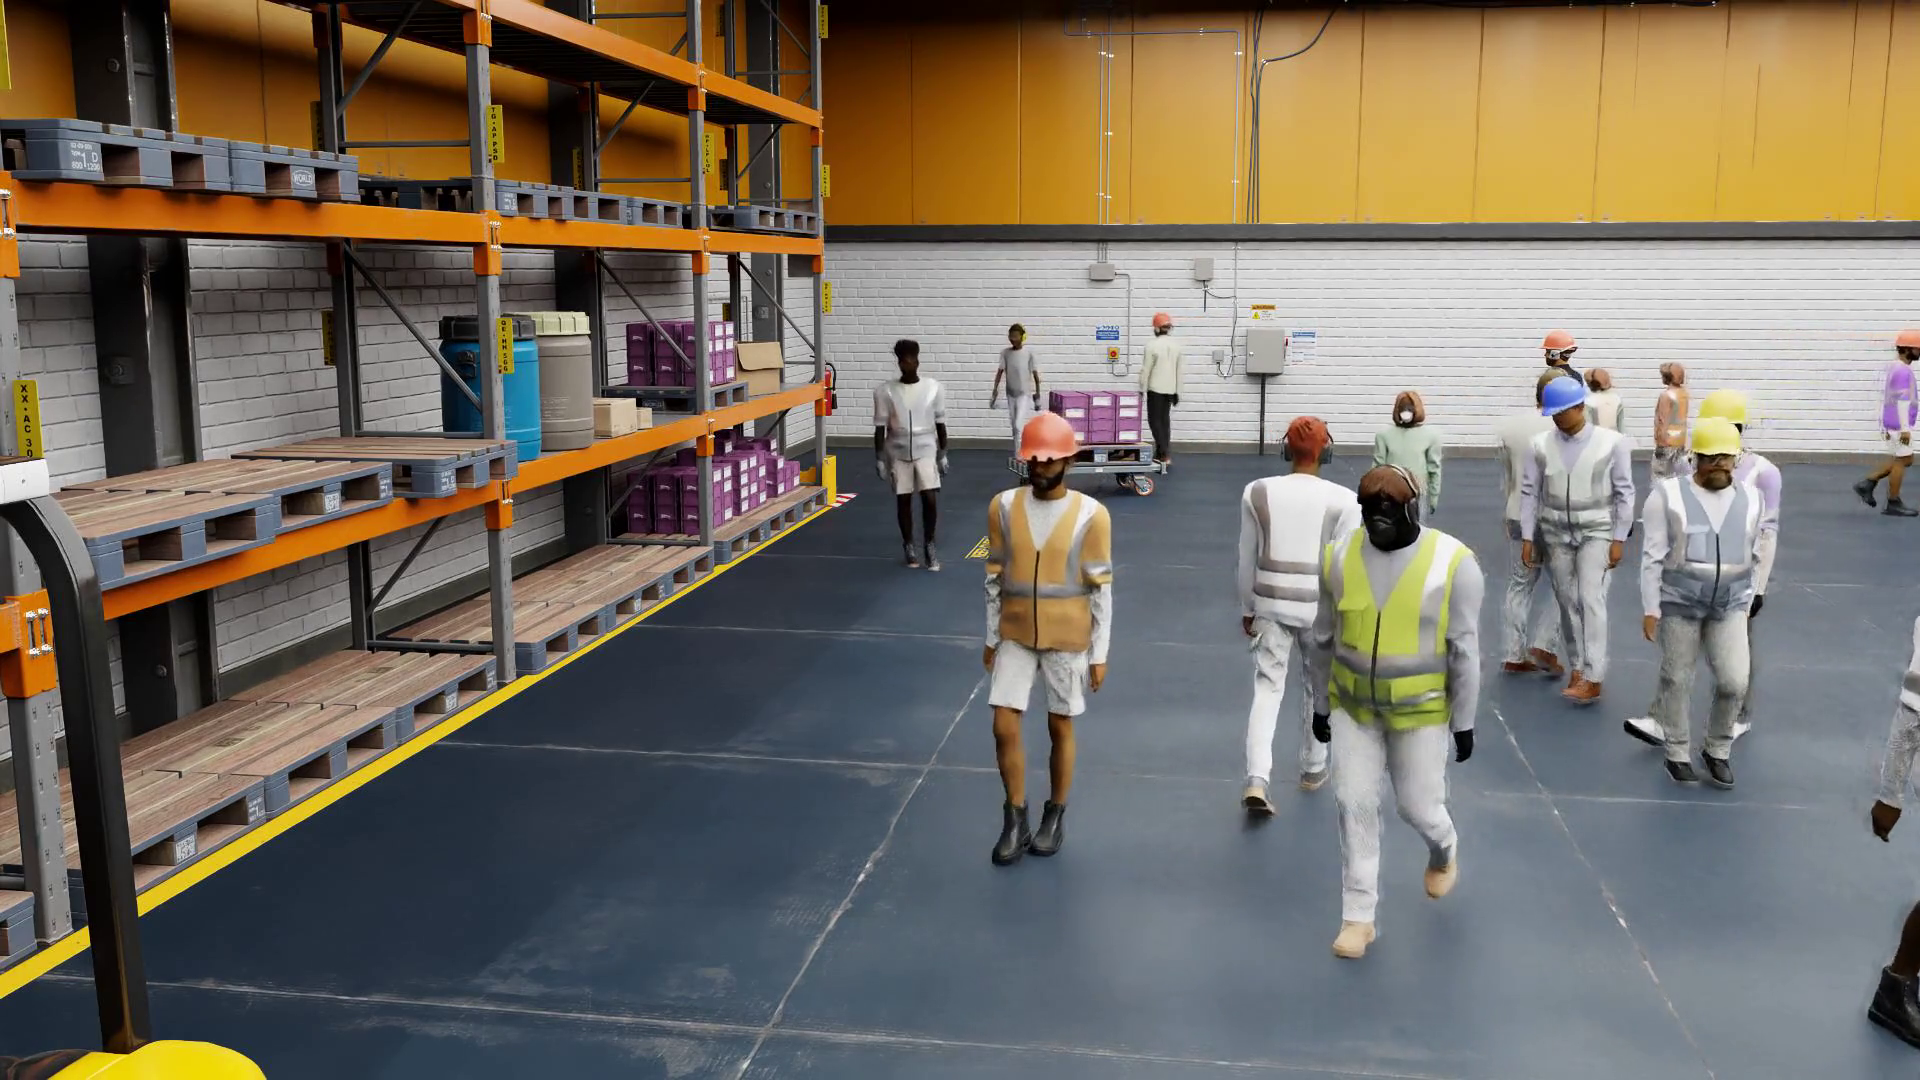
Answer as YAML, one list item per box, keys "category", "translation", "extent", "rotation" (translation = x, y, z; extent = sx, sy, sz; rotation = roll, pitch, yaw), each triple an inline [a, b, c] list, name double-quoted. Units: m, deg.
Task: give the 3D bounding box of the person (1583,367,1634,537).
- category: "person"
  translation: [6.131, -0.839, 15.791]
  extent: [0.515, 1.600, 0.818]
  rotation: [-2, 10, -15]

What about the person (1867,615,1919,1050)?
- category: "person"
  translation: [3.173, 0.766, 5.024]
  extent: [0.563, 1.874, 0.992]
  rotation: [-3, 10, -16]

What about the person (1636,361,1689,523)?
- category: "person"
  translation: [7.023, -0.938, 16.332]
  extent: [0.520, 1.624, 0.561]
  rotation: [-9, 13, -44]

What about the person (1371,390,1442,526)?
- category: "person"
  translation: [3.347, -0.324, 12.535]
  extent: [0.507, 1.619, 0.383]
  rotation: [4, 10, 25]

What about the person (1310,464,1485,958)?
- category: "person"
  translation: [1.628, 0.604, 6.204]
  extent: [0.648, 1.820, 0.679]
  rotation: [6, 11, 33]

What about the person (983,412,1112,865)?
- category: "person"
  translation: [0.336, 0.427, 6.979]
  extent: [0.586, 1.918, 0.623]
  rotation: [3, 10, 18]

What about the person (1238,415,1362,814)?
- category: "person"
  translation: [1.558, 0.342, 7.754]
  extent: [0.570, 1.851, 0.931]
  rotation: [3, 10, 20]

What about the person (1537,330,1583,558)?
- category: "person"
  translation: [5.199, -0.834, 14.535]
  extent: [0.377, 1.995, 0.612]
  rotation: [8, 12, 41]

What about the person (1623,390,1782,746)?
- category: "person"
  translation: [3.898, 0.170, 8.666]
  extent: [0.943, 1.880, 0.613]
  rotation: [-7, 11, -36]

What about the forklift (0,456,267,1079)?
- category: "forklift"
  translation: [-2.328, 0.975, 2.765]
  extent: [2.313, 2.155, 1.214]
  rotation: [1, 9, 9]

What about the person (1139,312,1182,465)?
- category: "person"
  translation: [2.571, -1.932, 21.379]
  extent: [0.625, 2.003, 0.520]
  rotation: [-7, 11, -36]

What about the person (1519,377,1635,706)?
- category: "person"
  translation: [3.572, 0.002, 9.710]
  extent: [0.633, 1.892, 0.797]
  rotation: [8, 12, 42]

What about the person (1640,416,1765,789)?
- category: "person"
  translation: [3.567, 0.316, 7.998]
  extent: [0.597, 1.815, 0.478]
  rotation: [1, 9, 7]

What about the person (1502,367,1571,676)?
- category: "person"
  translation: [3.581, -0.094, 10.214]
  extent: [0.464, 1.923, 0.639]
  rotation: [-6, 11, -34]

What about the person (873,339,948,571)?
- category: "person"
  translation: [-0.412, -0.701, 13.860]
  extent: [0.621, 1.941, 0.670]
  rotation: [0, 9, -1]

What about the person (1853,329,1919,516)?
- category: "person"
  translation: [9.557, -1.198, 17.003]
  extent: [0.515, 1.922, 0.551]
  rotation: [5, 11, 29]

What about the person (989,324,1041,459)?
- category: "person"
  translation: [0.672, -1.789, 20.925]
  extent: [0.541, 1.836, 0.821]
  rotation: [5, 11, 29]
